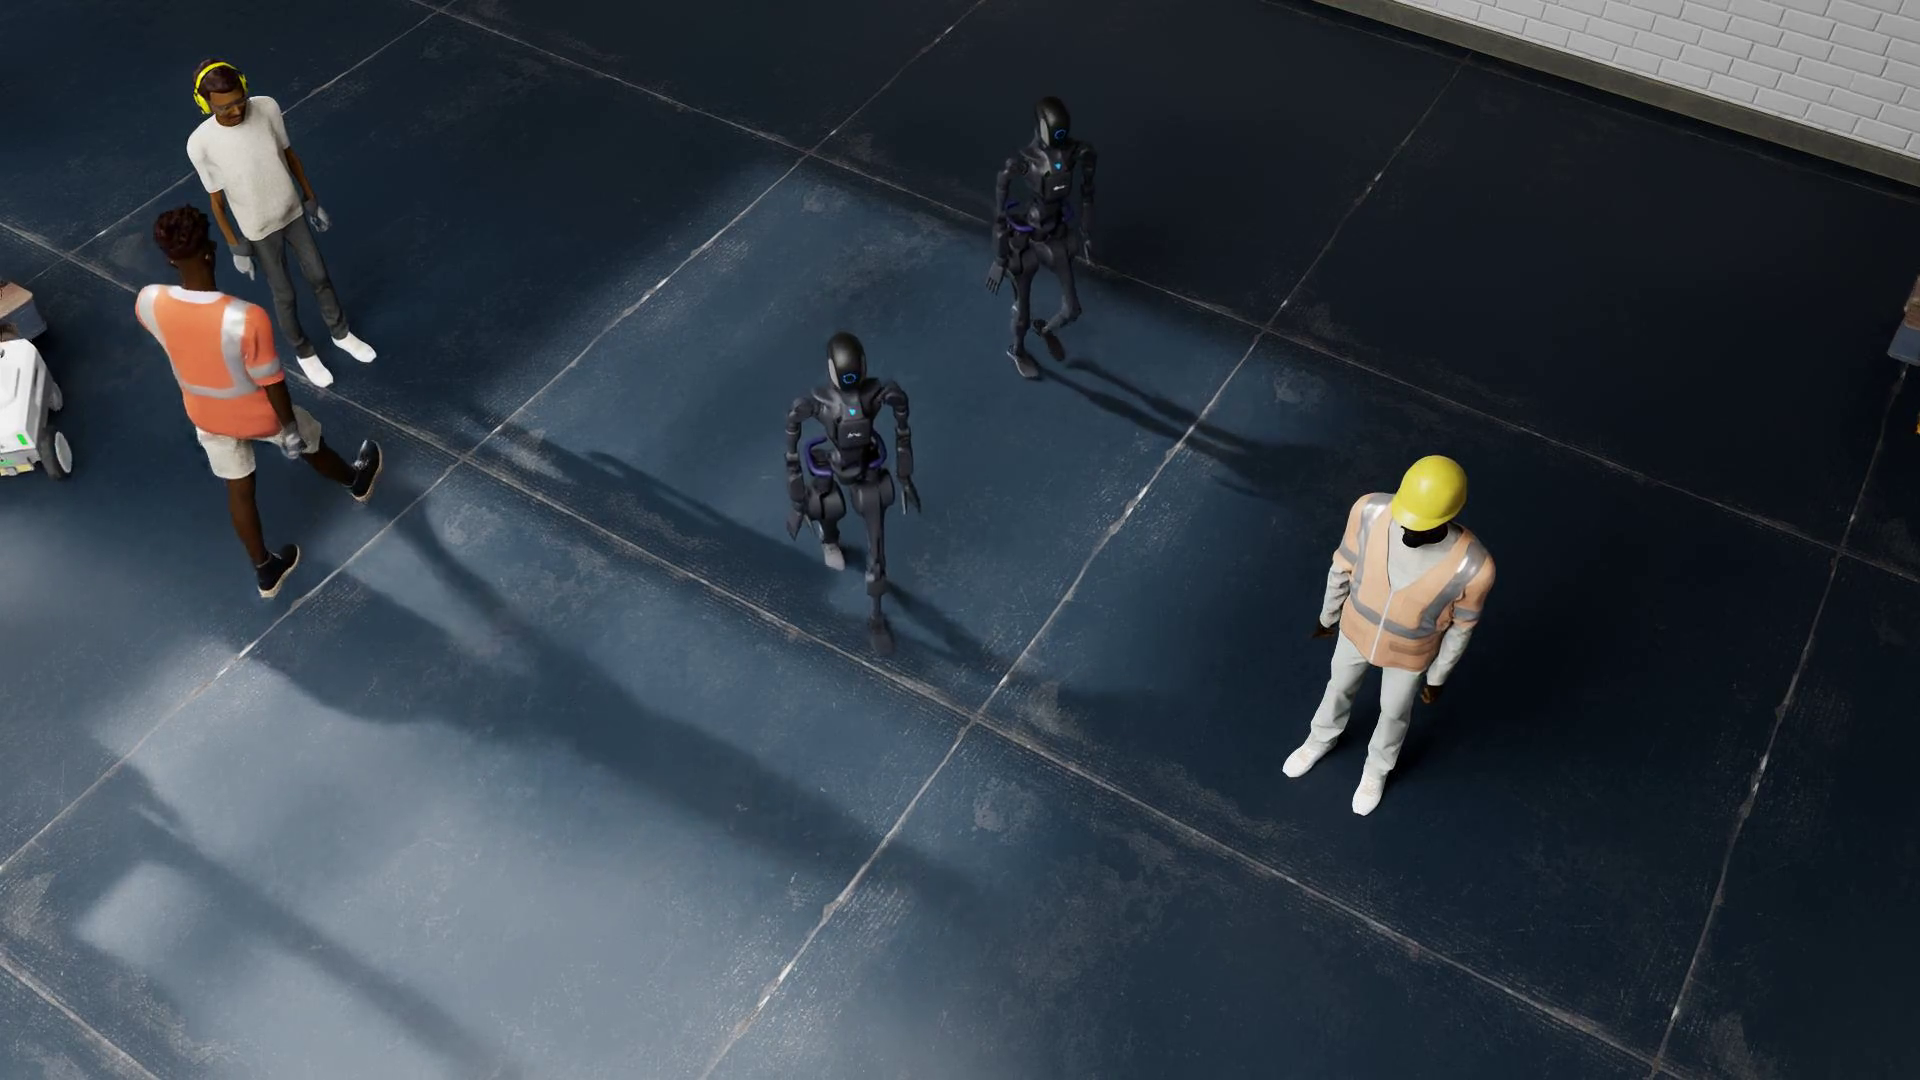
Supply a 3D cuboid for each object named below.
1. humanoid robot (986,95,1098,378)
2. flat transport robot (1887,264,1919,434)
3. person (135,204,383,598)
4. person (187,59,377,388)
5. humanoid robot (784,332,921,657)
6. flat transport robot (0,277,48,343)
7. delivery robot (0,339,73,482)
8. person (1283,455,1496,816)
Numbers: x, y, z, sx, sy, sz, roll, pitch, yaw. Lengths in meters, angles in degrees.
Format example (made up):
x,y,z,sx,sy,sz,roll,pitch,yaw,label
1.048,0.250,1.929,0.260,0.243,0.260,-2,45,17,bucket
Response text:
x,y,z,sx,sy,sz,roll,pitch,yaw,label
0.396,-1.462,8.152,0.589,1.647,0.346,-21,52,-17,humanoid robot
5.470,-0.915,8.615,0.659,0.231,1.431,25,53,20,flat transport robot
-3.110,-0.668,7.310,0.605,1.910,0.951,6,49,5,person
-3.326,-1.531,8.103,0.349,1.856,0.525,30,55,24,person
-0.478,-0.274,7.156,0.602,1.633,0.781,-13,50,-11,humanoid robot
-5.464,-0.850,8.559,1.431,0.231,0.659,25,53,20,flat transport robot
-4.691,-0.617,8.167,0.499,0.598,0.802,-12,50,-10,delivery robot
1.645,0.371,6.390,0.585,1.927,0.360,29,55,23,person
